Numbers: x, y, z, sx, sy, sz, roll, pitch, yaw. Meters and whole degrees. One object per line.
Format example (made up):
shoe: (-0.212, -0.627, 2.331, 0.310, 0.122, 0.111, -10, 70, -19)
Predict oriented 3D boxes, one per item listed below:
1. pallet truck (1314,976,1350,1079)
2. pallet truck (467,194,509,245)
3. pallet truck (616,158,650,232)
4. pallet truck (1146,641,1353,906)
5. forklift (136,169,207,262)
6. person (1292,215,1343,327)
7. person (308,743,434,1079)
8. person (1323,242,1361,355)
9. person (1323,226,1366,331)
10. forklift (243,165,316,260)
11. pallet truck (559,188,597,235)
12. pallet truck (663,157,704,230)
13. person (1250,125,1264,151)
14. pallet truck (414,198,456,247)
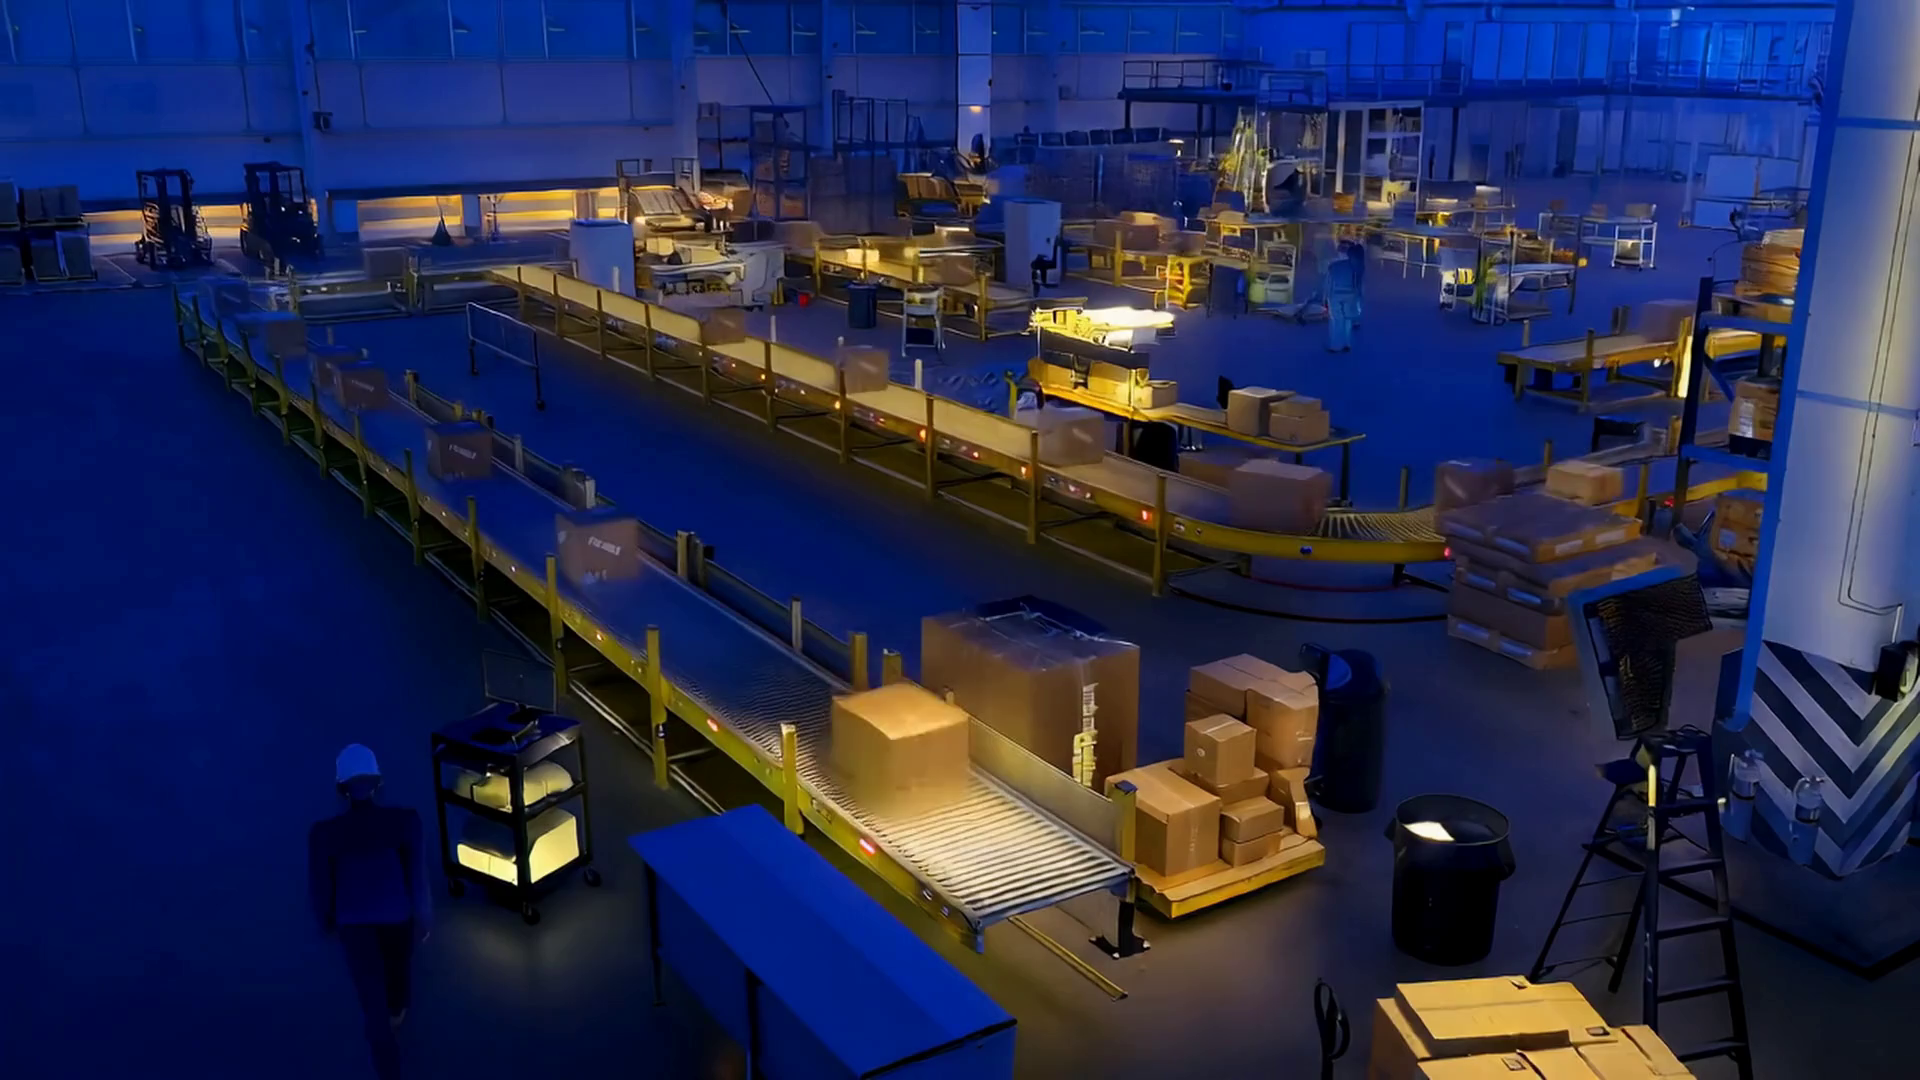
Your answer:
pallet truck: (2.299, 2.390, 7.086, 1.601, 1.201, 0.680, -2, 17, -7)
pallet truck: (-11.983, -8.177, 42.137, 0.704, 1.261, 1.522, -11, 20, -33)
pallet truck: (-8.918, -9.176, 44.255, 0.823, 1.965, 1.885, -9, 19, -27)
pallet truck: (1.664, 1.407, 10.232, 1.630, 1.274, 0.653, -10, 20, -31)
forklift: (-17.842, -7.318, 37.559, 1.157, 1.987, 2.680, -10, 20, -31)
person: (6.399, -4.755, 29.545, 0.928, 2.008, 0.611, -6, 18, -19)
person: (-2.889, 1.810, 8.166, 0.540, 1.708, 0.923, -7, 18, -23)
person: (6.199, -3.933, 27.089, 0.590, 1.833, 0.404, -2, 17, -5)
person: (6.756, -4.543, 29.089, 0.669, 1.836, 1.014, 13, 21, 38)
forklift: (-15.898, -7.669, 38.708, 1.157, 1.987, 2.680, -11, 20, -33)
pallet truck: (-10.010, -8.652, 43.699, 0.653, 1.274, 1.630, -10, 20, -31)
pallet truck: (-7.586, -9.308, 44.692, 0.823, 1.965, 1.885, -11, 20, -33)
person: (11.375, -14.933, 63.673, 0.516, 1.842, 0.328, 7, 18, 21)
pallet truck: (-13.250, -8.060, 41.856, 0.680, 1.201, 1.601, -10, 20, -31)
